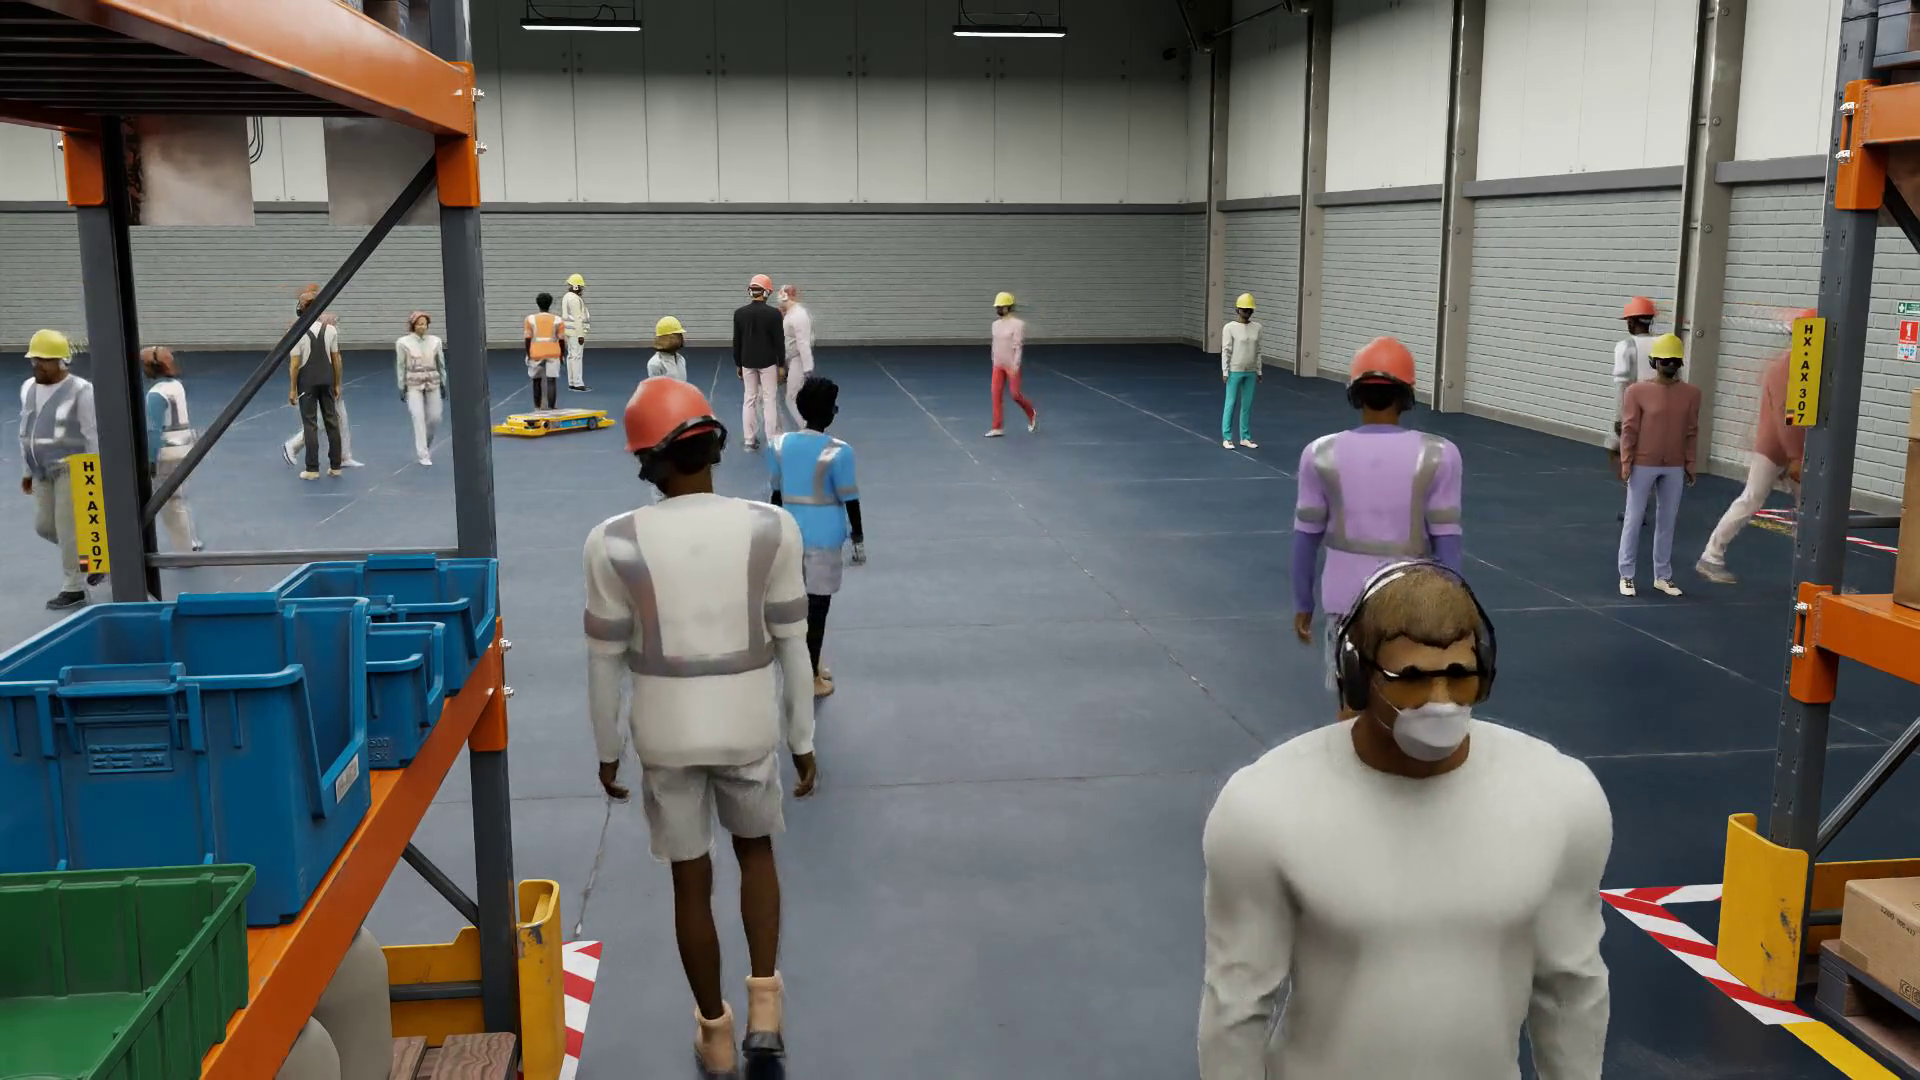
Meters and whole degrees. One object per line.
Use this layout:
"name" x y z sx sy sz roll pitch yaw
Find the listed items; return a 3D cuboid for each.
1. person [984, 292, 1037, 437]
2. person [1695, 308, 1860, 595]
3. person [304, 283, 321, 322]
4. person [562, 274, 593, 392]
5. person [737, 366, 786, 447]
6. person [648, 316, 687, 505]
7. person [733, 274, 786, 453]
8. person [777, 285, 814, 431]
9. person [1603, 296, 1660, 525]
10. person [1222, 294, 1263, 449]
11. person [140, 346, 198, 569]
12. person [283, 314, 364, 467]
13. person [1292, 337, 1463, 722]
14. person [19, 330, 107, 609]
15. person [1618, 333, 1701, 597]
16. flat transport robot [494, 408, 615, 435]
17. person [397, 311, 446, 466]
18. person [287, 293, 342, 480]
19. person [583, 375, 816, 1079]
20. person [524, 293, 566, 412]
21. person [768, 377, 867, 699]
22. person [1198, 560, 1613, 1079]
"person" 0.603 -2.124 20.097 0.527 1.746 0.692 9 14 42
"person" 5.567 -0.601 11.274 0.620 1.937 1.079 -8 13 -36
"person" -10.982 -3.547 28.287 0.368 1.623 0.501 -7 13 -34
"person" -5.971 -3.217 25.908 0.403 1.823 0.588 -6 12 -28
"person" -2.310 -1.852 19.012 0.734 1.591 0.520 -5 12 -26
"person" -2.415 -0.994 13.929 0.282 1.746 0.493 4 11 21
"person" -2.219 -1.964 18.575 0.622 1.988 0.404 4 11 19
"person" -1.838 -1.955 18.878 0.492 1.863 0.683 -2 10 -9
"person" 5.647 -1.067 13.864 0.543 1.915 0.455 -2 10 -10
"person" 3.219 -1.911 18.908 0.534 1.766 0.317 -5 11 -24
"person" -5.762 -0.591 12.056 0.383 1.621 0.537 -2 10 -10
"person" -6.649 -1.536 17.276 0.714 1.609 0.540 -2 10 -9
"person" 1.645 0.216 6.544 0.649 2.014 0.868 3 11 18
"person" -5.845 -0.480 10.919 0.605 1.813 0.576 4 11 21
"person" 4.684 -0.496 11.147 0.525 1.769 0.315 -1 10 -3
"flat transport robot" -5.014 -1.475 20.609 0.652 0.197 1.431 6 12 31
"person" -5.722 -1.614 17.659 0.530 1.630 0.494 -8 13 -37
"person" -6.410 -1.516 16.516 0.504 1.847 0.344 -10 14 -44
"person" -0.735 0.547 4.713 0.626 2.023 0.397 -3 11 -15
"person" -5.493 -2.429 22.022 0.545 1.654 0.826 -3 11 -16
"person" -0.709 -0.013 8.707 0.558 1.678 0.524 8 13 36
"person" 0.700 0.965 2.701 0.650 1.927 0.512 0 10 1
